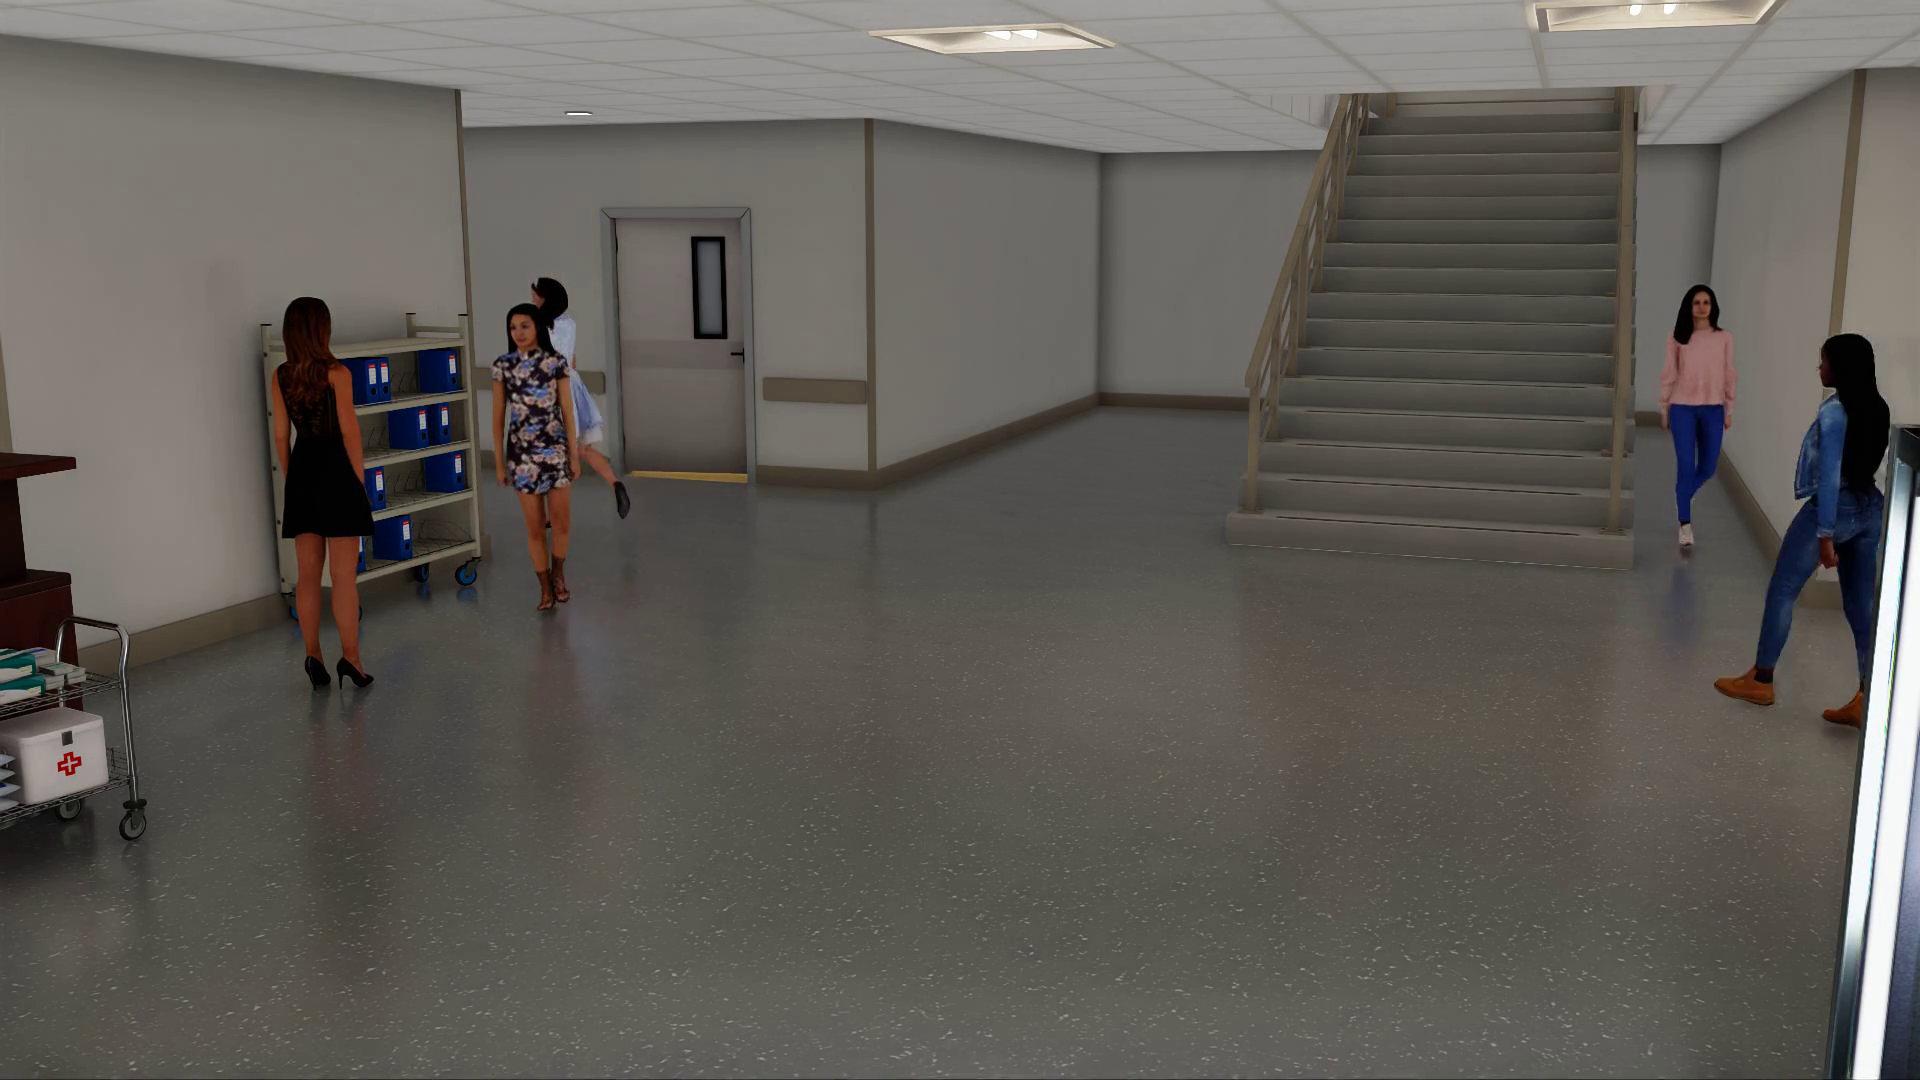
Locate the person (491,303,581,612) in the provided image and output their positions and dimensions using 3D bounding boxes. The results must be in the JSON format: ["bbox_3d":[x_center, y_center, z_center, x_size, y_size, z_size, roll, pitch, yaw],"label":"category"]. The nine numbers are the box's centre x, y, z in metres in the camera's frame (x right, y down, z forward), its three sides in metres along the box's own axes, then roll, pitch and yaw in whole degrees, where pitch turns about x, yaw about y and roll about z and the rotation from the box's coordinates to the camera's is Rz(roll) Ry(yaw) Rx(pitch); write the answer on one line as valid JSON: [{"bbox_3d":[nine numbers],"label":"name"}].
[{"bbox_3d":[-2.370,-0.464,9.393,0.728,1.724,0.751,-2,11,-9],"label":"person"}]

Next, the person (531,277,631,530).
[{"bbox_3d":[-2.688,-0.887,11.487,0.819,1.776,1.112,7,13,32],"label":"person"}]

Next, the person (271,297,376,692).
[{"bbox_3d":[-2.970,-0.206,7.739,0.617,1.834,0.569,2,11,11],"label":"person"}]

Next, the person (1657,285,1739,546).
[{"bbox_3d":[5.017,-0.846,11.351,0.712,1.745,1.036,3,11,15],"label":"person"}]

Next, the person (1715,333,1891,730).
[{"bbox_3d":[3.845,-0.007,7.083,0.987,1.687,1.006,-6,12,-30],"label":"person"}]
